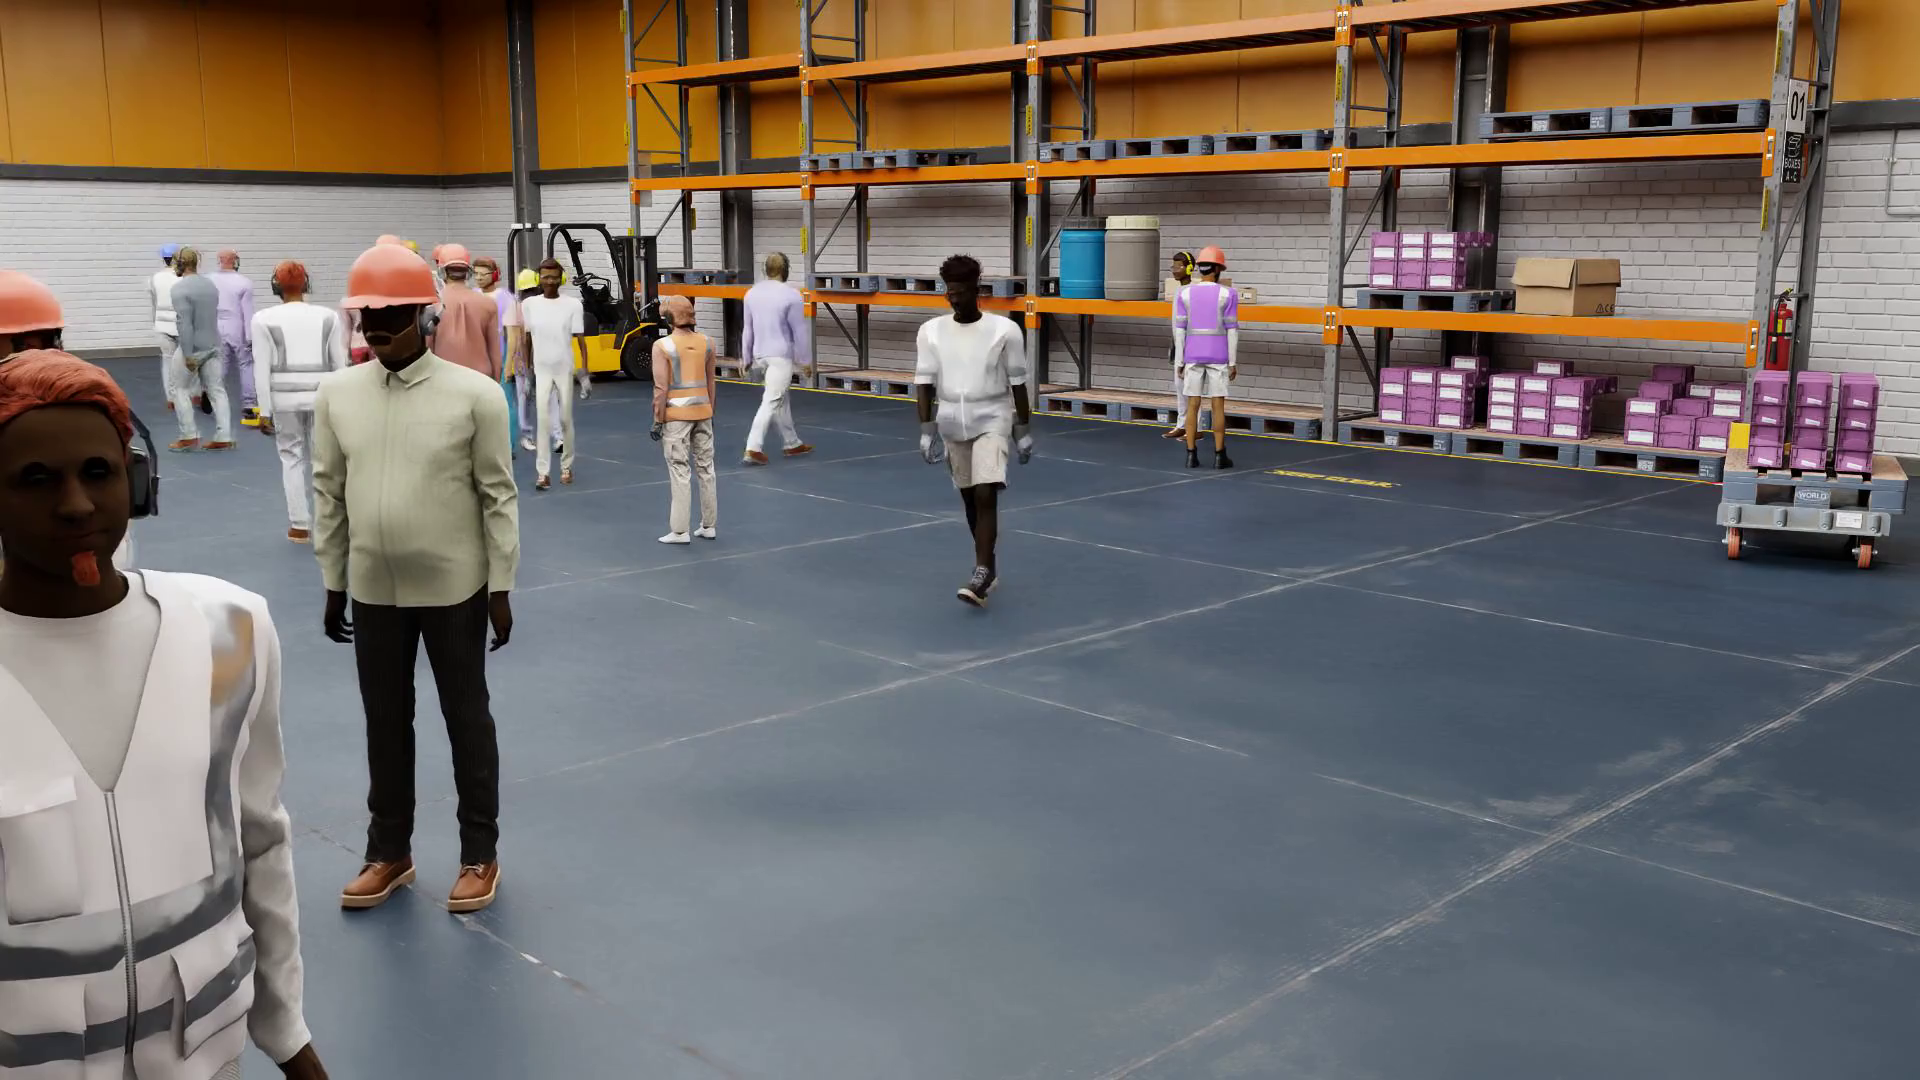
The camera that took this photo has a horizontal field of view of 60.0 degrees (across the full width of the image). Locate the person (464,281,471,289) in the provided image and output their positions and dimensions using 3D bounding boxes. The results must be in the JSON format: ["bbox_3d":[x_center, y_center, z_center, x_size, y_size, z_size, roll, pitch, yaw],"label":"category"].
[{"bbox_3d":[-6.636,-2.820,21.772,0.657,1.713,0.505,8,13,38],"label":"person"}]

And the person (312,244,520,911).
[{"bbox_3d":[-1.624,0.131,4.955,0.614,1.993,0.395,1,10,7],"label":"person"}]

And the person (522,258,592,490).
[{"bbox_3d":[-3.246,-1.335,13.379,0.568,1.853,0.642,-1,10,-5],"label":"person"}]

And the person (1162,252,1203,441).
[{"bbox_3d":[2.226,-1.908,16.462,0.320,1.860,0.505,-4,11,-22],"label":"person"}]

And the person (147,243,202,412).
[{"bbox_3d":[-8.992,-2.453,19.218,0.641,1.927,0.607,2,11,10],"label":"person"}]

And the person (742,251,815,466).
[{"bbox_3d":[-1.650,-1.620,14.818,0.648,1.890,1.034,8,13,36],"label":"person"}]

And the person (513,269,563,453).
[{"bbox_3d":[-3.920,-1.641,15.407,0.530,1.701,0.962,-6,12,-31],"label":"person"}]

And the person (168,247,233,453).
[{"bbox_3d":[-7.176,-1.770,15.553,0.698,1.912,0.641,2,11,13],"label":"person"}]

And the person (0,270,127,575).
[{"bbox_3d":[-2.524,0.216,4.712,0.572,1.930,0.509,8,13,37],"label":"person"}]

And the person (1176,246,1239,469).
[{"bbox_3d":[2.150,-1.576,14.452,0.545,1.927,0.385,4,11,23],"label":"person"}]

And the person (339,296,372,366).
[{"bbox_3d":[-6.142,-1.995,17.238,0.530,1.740,0.727,-2,11,-11],"label":"person"}]

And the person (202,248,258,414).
[{"bbox_3d":[-8.245,-2.339,18.739,0.657,1.880,0.807,1,10,6],"label":"person"}]

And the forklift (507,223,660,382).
[{"bbox_3d":[-5.316,-3.263,22.920,2.313,2.155,1.214,-10,14,-44],"label":"forklift"}]

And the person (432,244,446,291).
[{"bbox_3d":[-6.450,-2.690,20.622,0.813,1.915,0.557,3,11,18],"label":"person"}]

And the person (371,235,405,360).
[{"bbox_3d":[-4.474,-1.424,13.362,0.516,2.029,0.605,3,11,18],"label":"person"}]

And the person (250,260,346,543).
[{"bbox_3d":[-4.250,-0.878,10.811,0.584,1.869,0.672,-8,13,-39],"label":"person"}]

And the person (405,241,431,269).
[{"bbox_3d":[-8.668,-3.778,26.450,0.587,1.930,0.361,-1,10,-6],"label":"person"}]

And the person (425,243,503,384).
[{"bbox_3d":[-3.630,-1.174,12.154,0.623,1.969,0.790,-7,12,-32],"label":"person"}]

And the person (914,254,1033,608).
[{"bbox_3d":[0.040,-0.592,9.105,0.611,1.907,0.997,4,11,20],"label":"person"}]

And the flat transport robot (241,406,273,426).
[{"bbox_3d":[-6.816,-1.345,17.709,1.431,0.197,0.652,1,10,5],"label":"flat transport robot"}]

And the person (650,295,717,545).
[{"bbox_3d":[-1.806,-0.785,10.923,0.311,1.640,0.512,9,14,41],"label":"person"}]

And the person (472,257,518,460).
[{"bbox_3d":[-4.202,-1.563,14.648,0.598,1.819,0.746,5,11,24],"label":"person"}]

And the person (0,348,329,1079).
[{"bbox_3d":[-1.123,0.697,2.174,0.353,1.883,0.572,10,14,43],"label":"person"}]
